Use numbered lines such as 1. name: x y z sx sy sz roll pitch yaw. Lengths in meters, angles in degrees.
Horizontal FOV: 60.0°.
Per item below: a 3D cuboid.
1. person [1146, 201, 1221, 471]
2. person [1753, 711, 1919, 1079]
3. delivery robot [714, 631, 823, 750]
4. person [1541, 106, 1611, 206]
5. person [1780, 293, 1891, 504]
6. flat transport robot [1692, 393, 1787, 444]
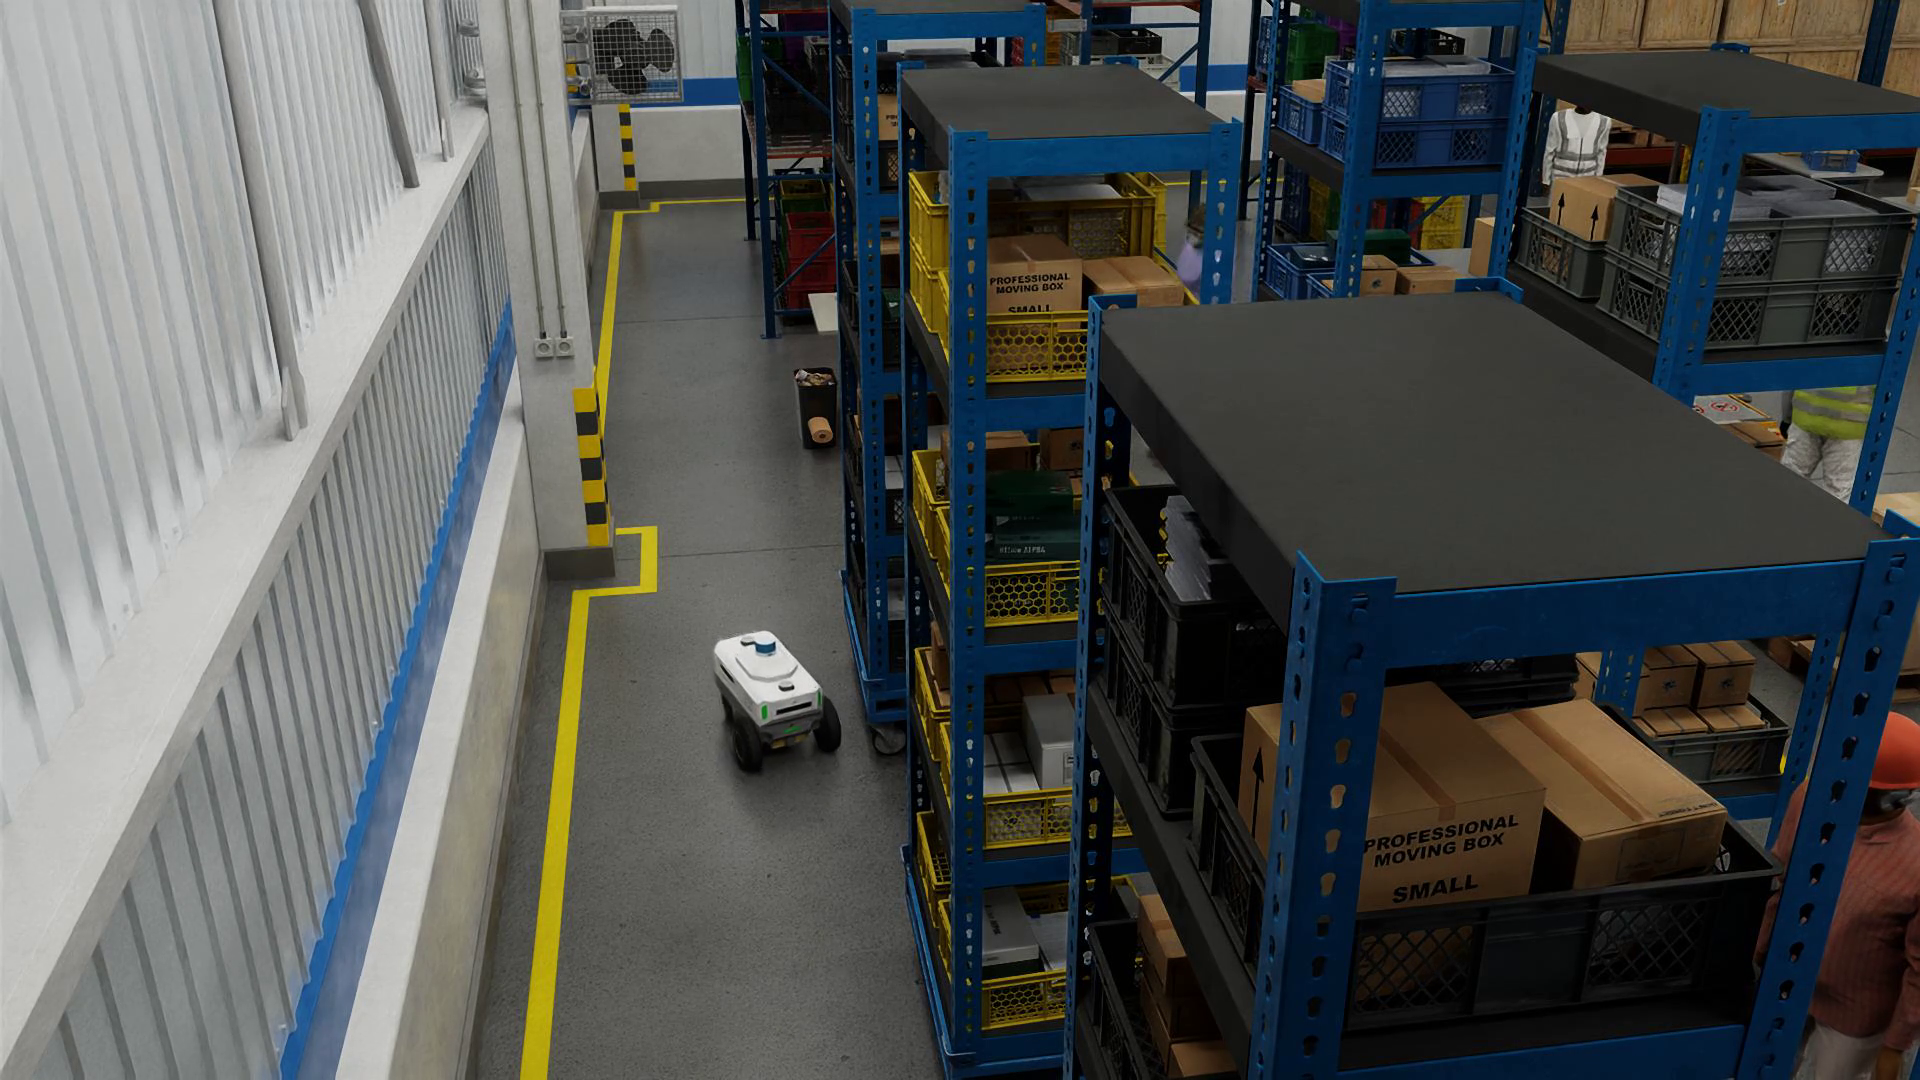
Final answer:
1. person: 1.582 -1.370 11.298 0.414 1.929 0.647 -3 25 -6
2. person: 2.698 1.399 5.182 0.392 1.991 0.613 -9 26 -20
3. delivery robot: -0.960 0.706 8.285 0.477 0.478 0.707 -12 27 -25
4. person: 5.805 -3.418 15.781 0.574 1.883 0.356 2 25 4
5. person: 5.191 -0.680 9.894 0.614 1.836 0.429 21 32 38
6. flat transport robot: 5.224 -0.859 12.132 1.431 0.197 0.652 -4 25 -8
